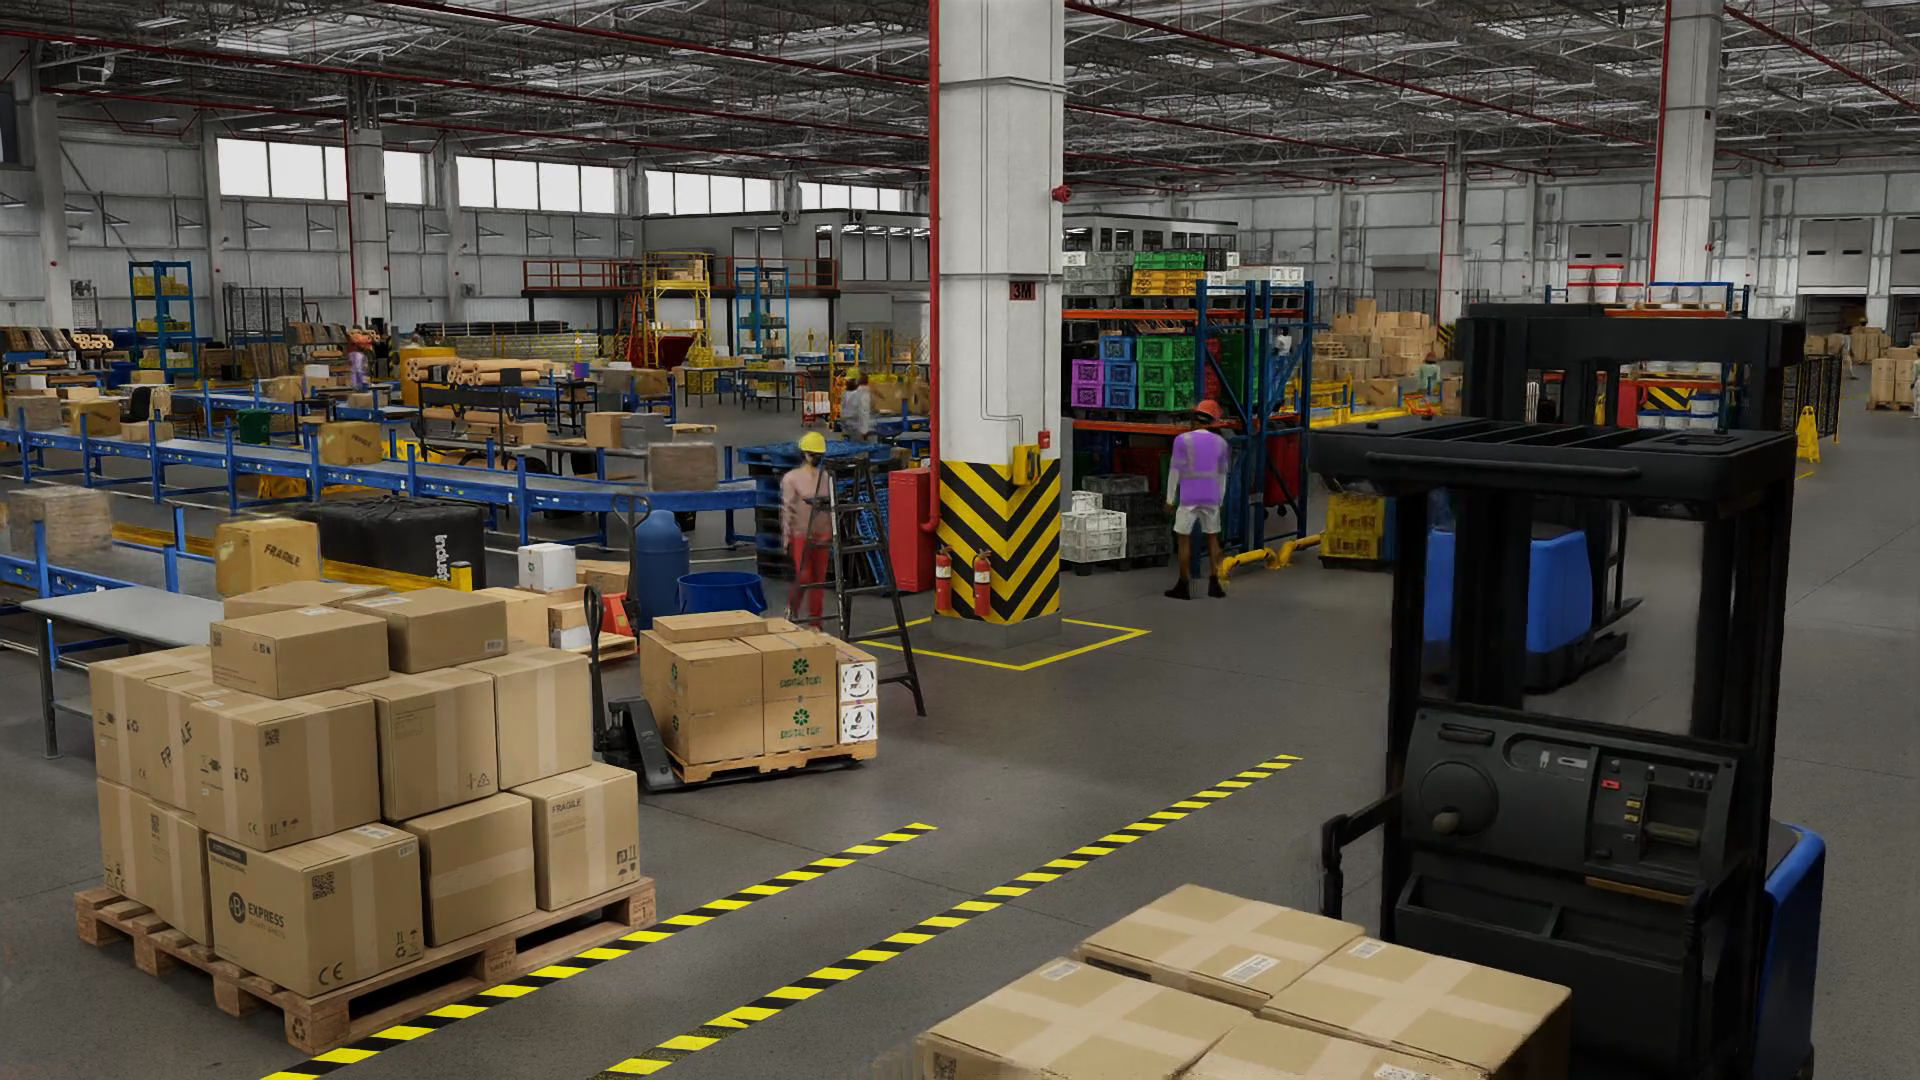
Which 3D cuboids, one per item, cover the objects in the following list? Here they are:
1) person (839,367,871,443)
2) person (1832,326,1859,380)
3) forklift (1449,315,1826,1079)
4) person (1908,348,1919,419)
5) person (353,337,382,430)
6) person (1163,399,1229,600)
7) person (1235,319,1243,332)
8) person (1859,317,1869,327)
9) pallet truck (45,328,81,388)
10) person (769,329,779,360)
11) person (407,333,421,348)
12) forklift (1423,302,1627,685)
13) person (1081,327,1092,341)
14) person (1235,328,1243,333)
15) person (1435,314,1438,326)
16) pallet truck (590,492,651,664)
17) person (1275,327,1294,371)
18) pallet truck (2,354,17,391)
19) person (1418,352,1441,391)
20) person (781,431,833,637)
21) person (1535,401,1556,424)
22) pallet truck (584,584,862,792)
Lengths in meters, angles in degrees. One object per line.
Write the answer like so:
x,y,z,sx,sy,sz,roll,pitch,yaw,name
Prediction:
-1.533,-1.697,24.954,0.599,1.808,0.812,8,12,44,person
29.748,-6.300,55.964,1.005,1.823,0.509,7,11,38,person
1.992,0.701,5.171,1.129,2.768,1.873,6,11,37,forklift
22.161,-3.605,38.373,0.516,1.636,0.314,-3,9,-20,person
-12.427,-3.236,34.731,0.668,1.994,0.682,-3,9,-20,person
2.244,-0.375,15.762,0.627,1.896,0.430,-2,9,-15,person
14.575,-10.999,87.231,0.616,1.931,0.445,-1,8,-4,person
37.974,-8.444,70.130,0.892,1.894,0.594,5,10,30,person
-23.775,-4.544,43.495,1.885,1.965,0.823,6,10,35,pallet truck
-6.950,-7.214,62.002,0.326,1.843,0.516,5,10,29,person
-13.746,-4.276,42.022,0.488,1.893,0.668,-8,12,-43,person
4.379,-0.438,12.852,1.129,2.768,1.873,7,11,37,forklift
4.368,-6.524,57.668,0.534,1.746,0.479,-7,11,-38,person
10.369,-7.131,61.963,0.492,1.697,0.878,3,9,18,person
23.553,-10.232,82.053,1.039,1.948,0.612,2,9,16,person
-3.115,0.344,12.883,0.653,1.274,1.630,7,11,37,pallet truck
10.108,-5.686,51.386,0.623,1.924,0.904,-7,11,-40,person
-24.881,-4.417,42.634,1.885,1.965,0.823,8,11,41,pallet truck
10.279,-3.320,36.528,0.505,1.611,0.619,5,10,33,person
-1.253,-0.038,13.936,0.548,1.752,0.392,-6,11,-37,person
6.503,-0.695,18.555,0.537,1.695,0.320,-2,9,-11,person
-1.426,0.805,10.019,1.601,1.201,0.680,-4,9,-26,pallet truck
